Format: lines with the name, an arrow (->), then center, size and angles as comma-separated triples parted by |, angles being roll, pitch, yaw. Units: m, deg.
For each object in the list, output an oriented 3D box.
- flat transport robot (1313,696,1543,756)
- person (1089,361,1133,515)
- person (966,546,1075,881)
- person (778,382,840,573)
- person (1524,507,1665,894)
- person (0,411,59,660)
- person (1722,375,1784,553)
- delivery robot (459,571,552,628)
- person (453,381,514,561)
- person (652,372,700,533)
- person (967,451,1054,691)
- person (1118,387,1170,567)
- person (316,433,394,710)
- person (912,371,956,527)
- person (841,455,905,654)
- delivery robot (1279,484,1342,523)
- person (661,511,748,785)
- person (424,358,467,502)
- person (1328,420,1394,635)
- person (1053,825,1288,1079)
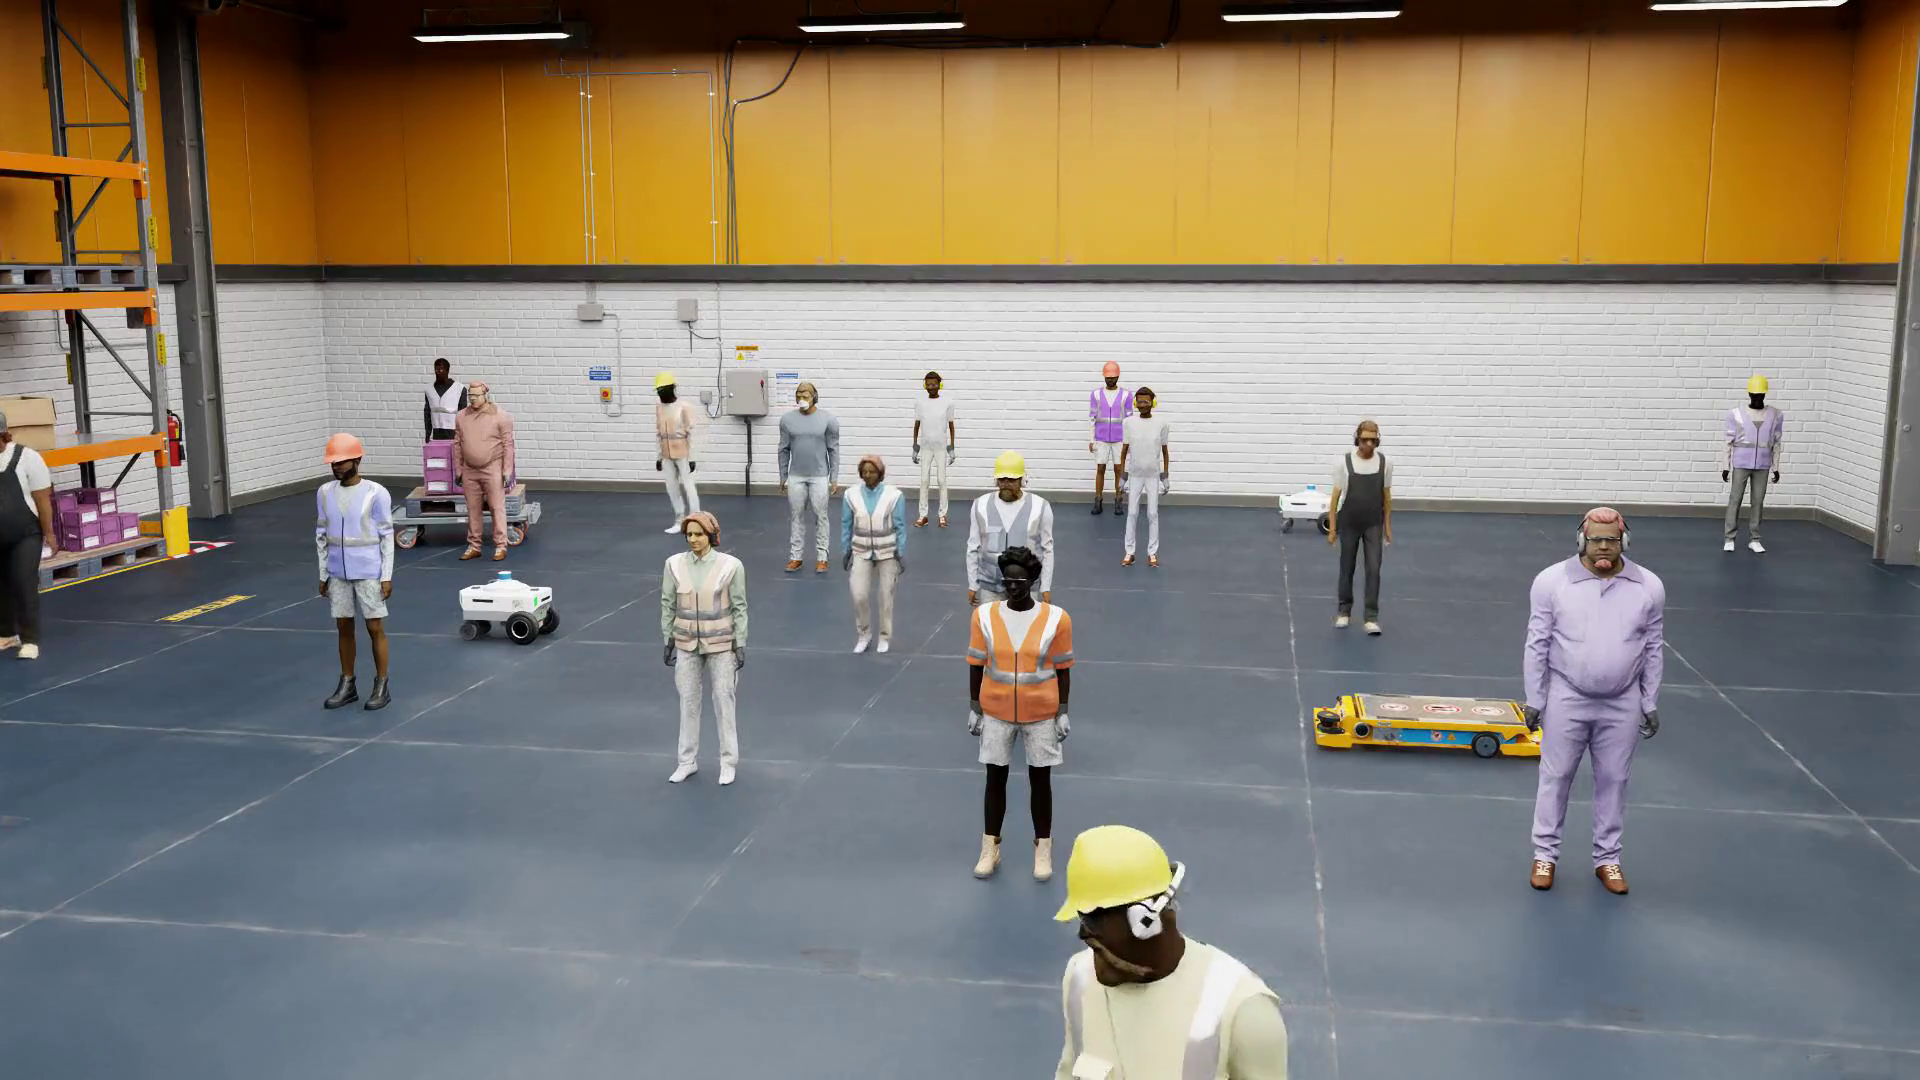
flat transport robot -> 3.023, 1.179, 10.728 | 1.431, 0.197, 0.652 | 2, 9, 10
person -> 1.880, -1.270, 20.775 | 0.551, 1.932, 0.378 | 2, 9, 10
person -> 0.295, 0.861, 8.289 | 0.540, 1.695, 0.317 | 2, 9, 10
person -> -1.528, -0.630, 16.796 | 0.635, 1.937, 0.352 | 2, 9, 10
person -> 3.090, 0.784, 8.120 | 0.652, 1.906, 0.403 | 2, 9, 10
person -> -7.519, -0.081, 13.074 | 0.760, 2.000, 0.812 | -1, 9, -8
person -> 8.571, -0.818, 17.995 | 0.594, 1.924, 0.382 | 2, 9, 10
delivery robot -> -3.756, 0.504, 13.747 | 0.707, 0.478, 0.477 | 2, 9, 10
person -> -5.020, -0.722, 17.469 | 0.652, 1.904, 0.403 | 2, 9, 10
person -> -3.231, -0.981, 19.186 | 0.750, 1.885, 0.393 | 6, 11, 32
person -> 0.338, 0.293, 11.407 | 0.600, 1.827, 0.404 | 2, 9, 10
person -> 1.900, -0.650, 17.134 | 0.534, 1.868, 0.309 | 2, 9, 10
person -> -4.200, 0.222, 11.513 | 0.551, 1.934, 0.373 | 2, 9, 10
person -> -0.312, -1.080, 19.814 | 0.534, 1.864, 0.309 | 2, 9, 10
person -> -0.679, 0.120, 13.164 | 0.522, 1.606, 0.426 | 1, 9, 7
delivery robot -> 4.091, -0.408, 19.403 | 0.707, 0.478, 0.477 | 3, 9, 16
person -> -1.511, 0.639, 9.849 | 0.523, 1.638, 0.310 | 2, 9, 10
person -> -6.725, -1.426, 21.799 | 0.597, 1.914, 0.372 | 2, 9, 10
person -> 3.376, -0.099, 13.970 | 0.543, 1.815, 0.694 | 0, 9, 2
person -> 0.465, 1.540, 3.821 | 0.658, 1.793, 0.407 | 8, 12, 40
